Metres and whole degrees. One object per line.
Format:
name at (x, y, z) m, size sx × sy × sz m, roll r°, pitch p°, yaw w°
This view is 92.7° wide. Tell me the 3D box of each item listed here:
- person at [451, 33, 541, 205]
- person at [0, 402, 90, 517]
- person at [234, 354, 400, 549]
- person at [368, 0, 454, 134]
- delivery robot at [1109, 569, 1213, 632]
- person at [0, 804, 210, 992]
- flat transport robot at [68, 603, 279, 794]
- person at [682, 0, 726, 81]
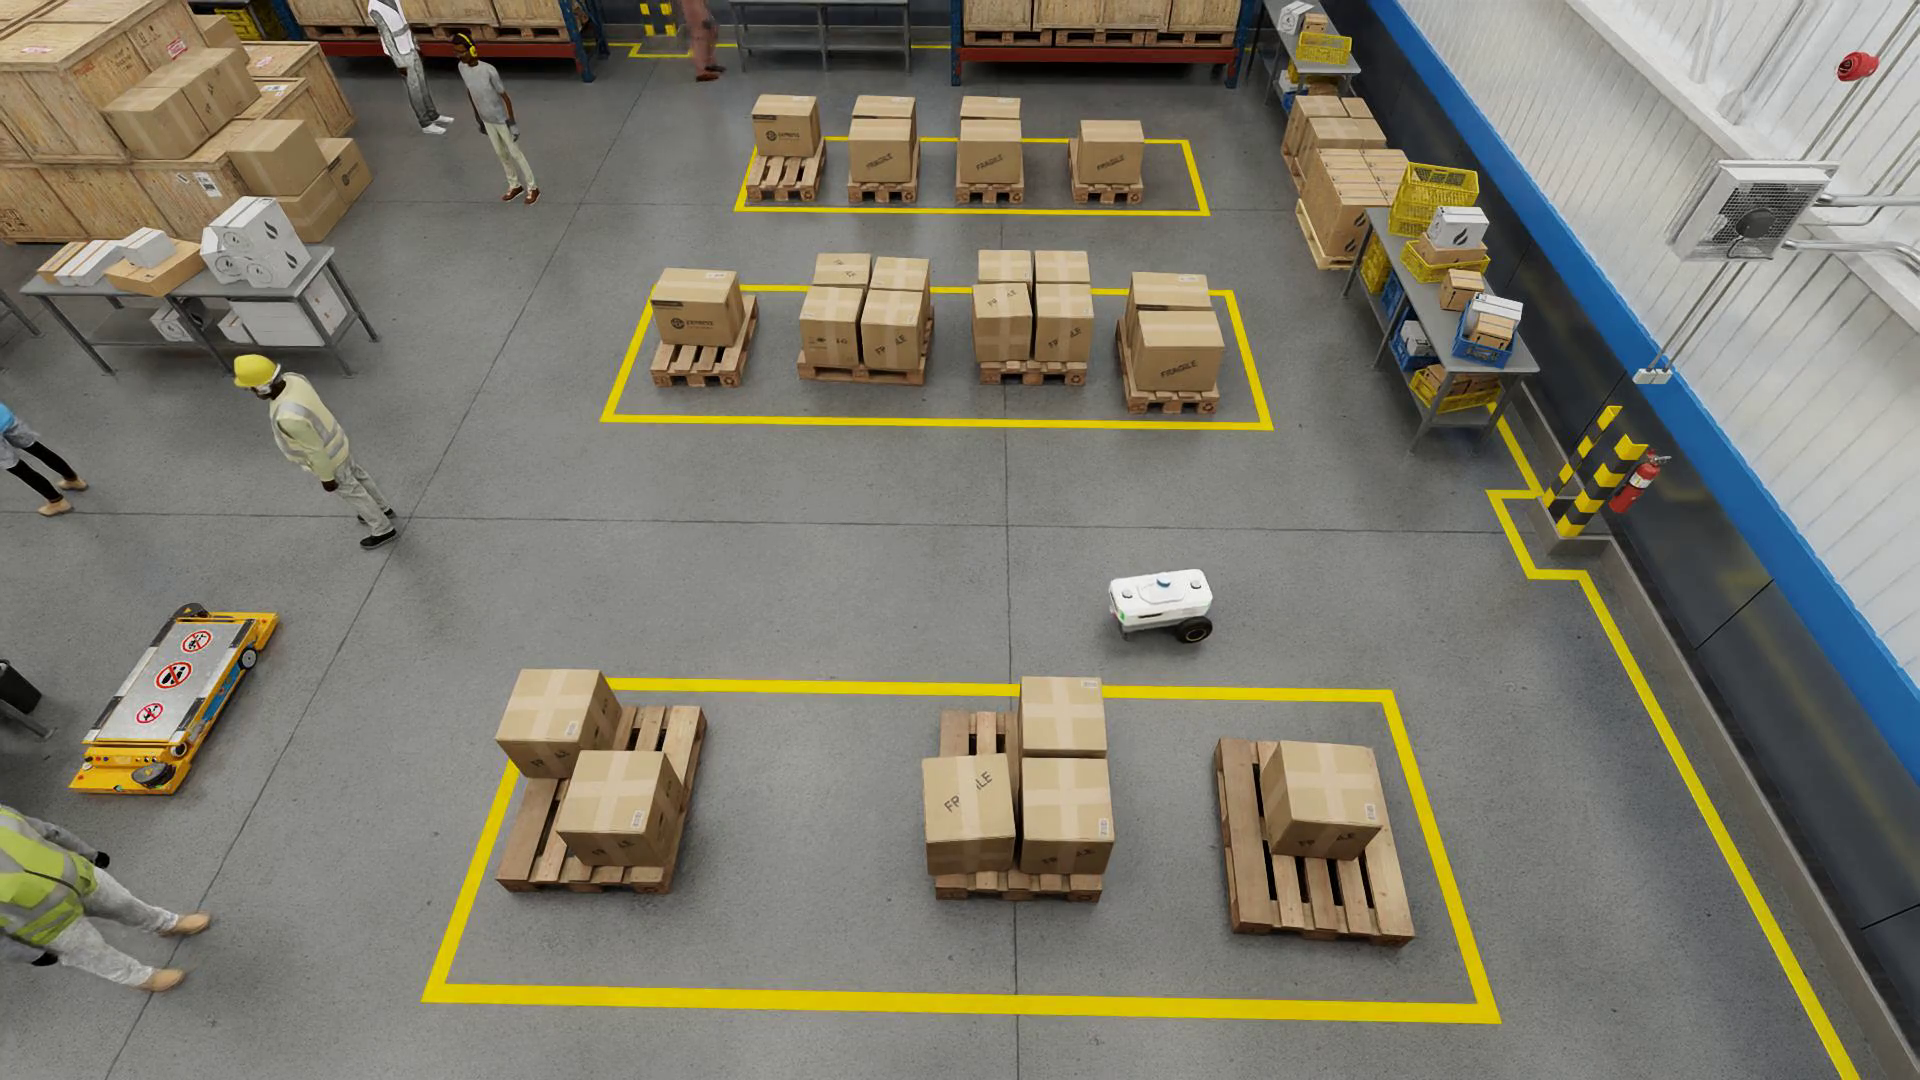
person at (-5.217, -4.694, 10.281) m, size 0.532 × 1.868 × 0.310 m, roll 14°, pitch 51°, yaw 12°
person at (-7.598, -0.869, 7.154) m, size 0.322 × 1.699 × 0.536 m, roll -2°, pitch 50°, yaw -1°
person at (-4.802, -0.656, 6.890) m, size 0.403 × 1.827 × 0.599 m, roll -19°, pitch 52°, yaw -16°
person at (-6.937, -6.079, 11.430) m, size 0.389 × 1.911 × 0.591 m, roll -1°, pitch 50°, yaw -1°
delivery robot at (1.464, 0.426, 6.745) m, size 0.707 × 0.478 × 0.477 m, roll -7°, pitch 50°, yaw -6°
person at (-4.686, 1.873, 4.749) m, size 0.429 × 1.837 × 0.632 m, roll -3°, pitch 50°, yaw -2°
flat transport robot at (-5.504, 1.072, 6.442) m, size 0.652 × 0.197 × 1.431 m, roll 1°, pitch 50°, yaw 1°
person at (-3.509, -7.182, 12.389) m, size 0.580 × 1.869 × 0.682 m, roll -7°, pitch 50°, yaw -6°
